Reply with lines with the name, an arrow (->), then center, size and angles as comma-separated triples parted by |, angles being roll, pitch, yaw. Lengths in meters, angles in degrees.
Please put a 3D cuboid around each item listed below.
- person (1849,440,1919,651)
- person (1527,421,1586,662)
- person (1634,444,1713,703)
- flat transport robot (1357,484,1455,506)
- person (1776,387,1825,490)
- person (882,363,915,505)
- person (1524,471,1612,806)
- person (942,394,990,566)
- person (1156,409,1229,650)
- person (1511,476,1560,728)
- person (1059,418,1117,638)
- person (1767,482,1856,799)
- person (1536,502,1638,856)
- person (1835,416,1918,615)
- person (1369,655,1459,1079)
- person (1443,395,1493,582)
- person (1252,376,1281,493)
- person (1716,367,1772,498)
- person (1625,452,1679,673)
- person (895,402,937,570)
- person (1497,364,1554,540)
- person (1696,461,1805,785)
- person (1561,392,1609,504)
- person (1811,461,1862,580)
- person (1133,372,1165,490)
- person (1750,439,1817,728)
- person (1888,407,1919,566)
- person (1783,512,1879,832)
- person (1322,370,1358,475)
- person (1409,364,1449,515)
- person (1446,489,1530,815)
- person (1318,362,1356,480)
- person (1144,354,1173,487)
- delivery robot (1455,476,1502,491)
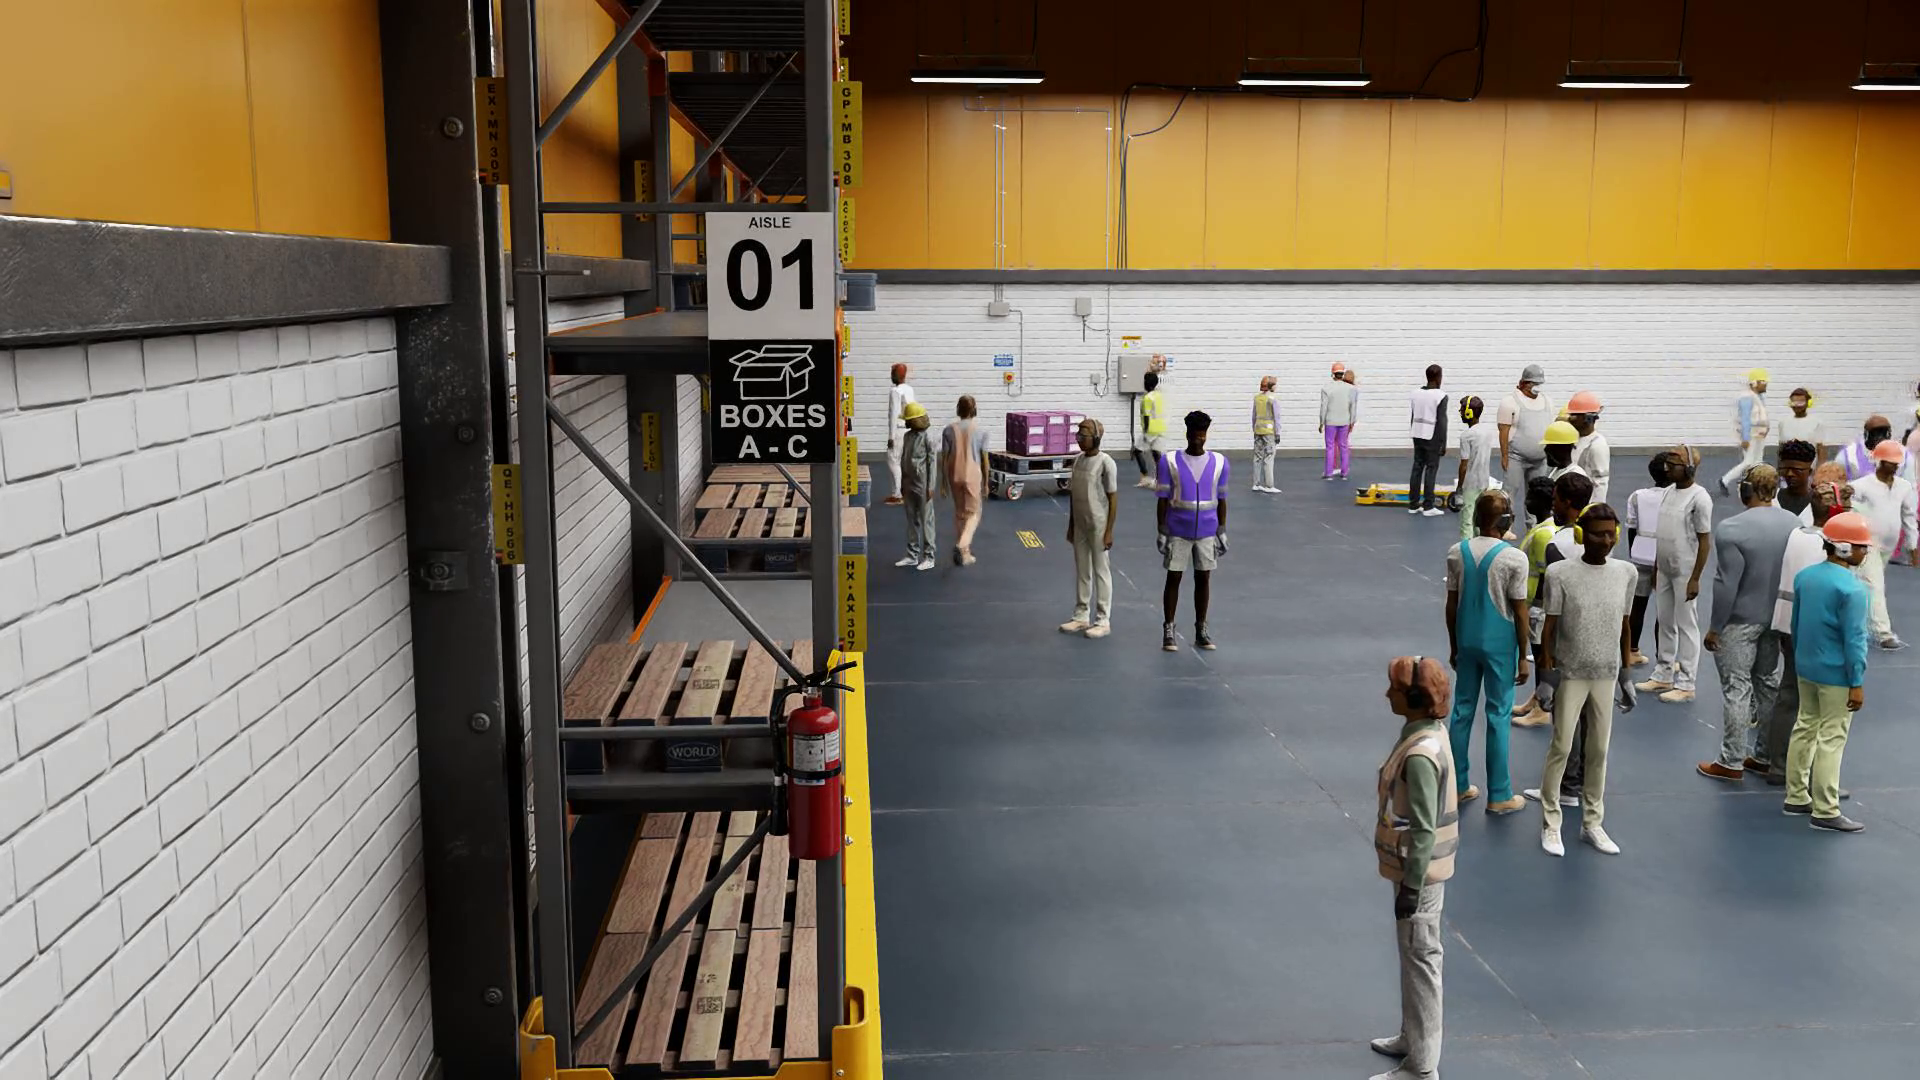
person -> 7.533, 0.026, 13.637 | 0.595, 1.699, 0.913 | -2, 9, -14
person -> 4.586, 0.051, 12.755 | 0.381, 1.924, 0.594 | 1, 9, 5
person -> 5.108, 0.234, 11.857 | 0.342, 1.846, 0.509 | -2, 9, -12
flat transport robot -> 5.997, -0.602, 22.034 | 1.431, 0.197, 0.652 | 2, 9, 14
person -> 9.177, -0.759, 18.162 | 0.527, 1.833, 0.899 | 8, 12, 43
person -> -0.801, -1.403, 22.031 | 0.376, 1.880, 0.621 | 4, 10, 25
person -> 3.521, 0.566, 9.545 | 0.597, 1.916, 0.372 | -9, 13, -44
person -> 0.036, -0.592, 17.147 | 0.510, 1.820, 0.671 | 3, 10, 19
person -> 1.879, -0.078, 13.460 | 0.600, 1.959, 0.384 | -1, 9, -6
person -> 3.895, 0.413, 11.199 | 0.317, 1.696, 0.537 | 3, 9, 17
person -> 1.098, -0.102, 13.970 | 0.350, 1.847, 0.506 | -7, 11, -37
person -> 4.964, 0.576, 9.706 | 0.384, 1.845, 0.565 | -1, 9, -9
person -> 3.285, 0.724, 8.701 | 0.531, 1.872, 0.317 | -1, 9, -5
person -> 8.107, -0.199, 14.746 | 0.651, 1.788, 0.964 | 3, 9, 16
person -> 1.698, 1.235, 6.217 | 0.309, 1.639, 0.523 | 3, 9, 16
person -> 5.029, -0.489, 16.368 | 0.509, 1.860, 0.333 | -8, 12, -40
person -> 4.281, -1.473, 23.234 | 0.310, 1.636, 0.522 | -6, 11, -31
person -> 10.505, -1.392, 22.141 | 0.607, 1.820, 0.590 | -9, 13, -44
person -> 5.345, 0.168, 12.734 | 0.315, 1.696, 0.540 | -6, 11, -31
person -> -0.452, -0.559, 17.189 | 0.319, 1.734, 0.483 | -8, 12, -42
person -> 6.514, -1.011, 19.066 | 0.683, 2.000, 0.536 | -2, 9, -14
person -> 4.724, 0.492, 9.942 | 0.635, 1.939, 0.362 | -3, 10, -21
person -> 5.332, -0.255, 14.309 | 0.391, 2.040, 0.615 | 0, 9, 1
person -> 6.566, 0.211, 12.665 | 0.508, 1.632, 0.265 | 7, 11, 36
person -> 2.680, -1.526, 23.470 | 0.512, 1.667, 0.537 | 6, 11, 32
person -> 5.495, 0.307, 11.021 | 0.608, 1.965, 0.365 | 8, 12, 40
person -> 9.989, -0.551, 17.125 | 0.532, 1.731, 0.833 | -8, 12, -40
person -> 4.798, 0.712, 9.145 | 0.328, 1.748, 0.575 | -1, 9, -4
person -> 5.792, -1.766, 25.220 | 0.572, 1.590, 0.335 | -8, 12, -41
person -> 5.922, -1.264, 21.063 | 0.383, 1.915, 0.591 | -5, 10, -30
person -> 2.981, 0.628, 9.399 | 0.346, 1.843, 0.507 | -8, 12, -42
person -> 5.587, -1.766, 24.700 | 0.574, 1.749, 0.333 | -2, 9, -12
person -> 2.825, -1.712, 23.879 | 0.410, 1.911, 0.643 | 2, 9, 15
delivery robot -> 6.645, -0.646, 21.133 | 0.477, 0.478, 0.707 | -6, 11, -31
